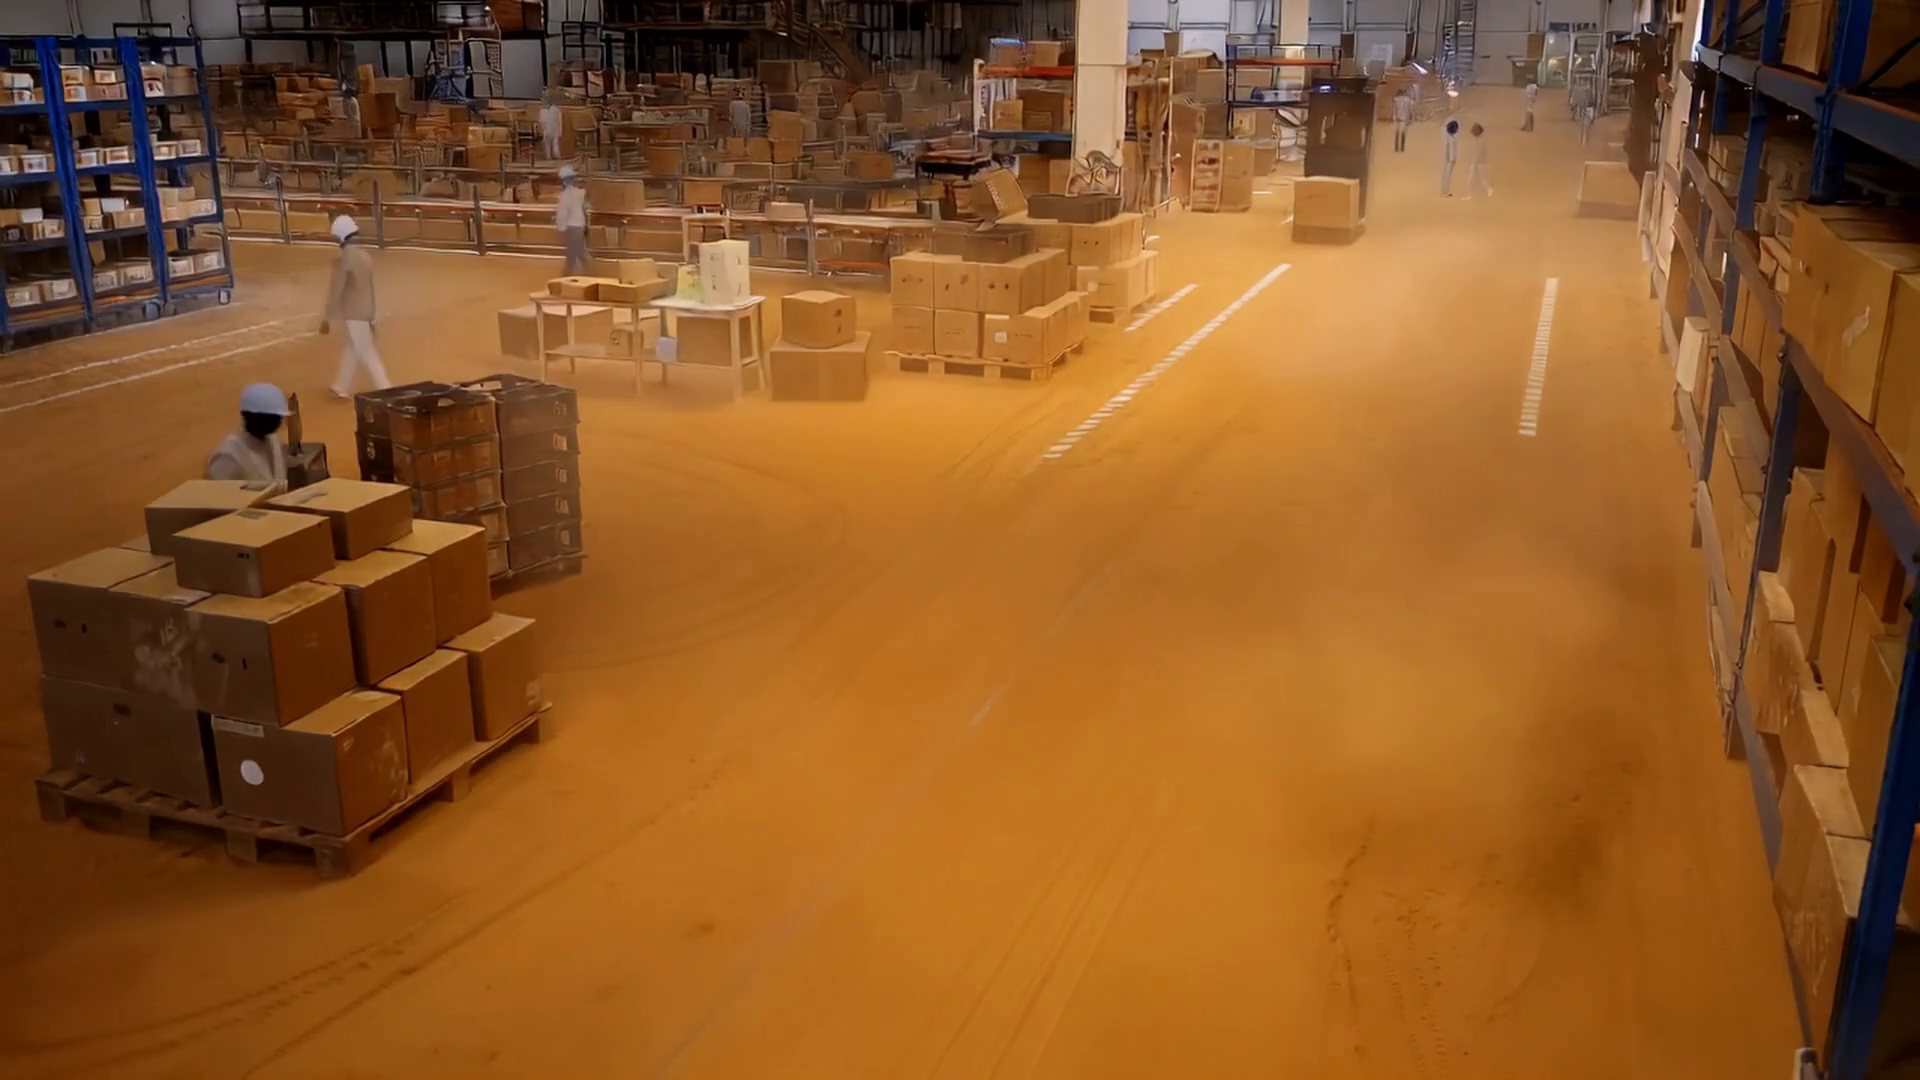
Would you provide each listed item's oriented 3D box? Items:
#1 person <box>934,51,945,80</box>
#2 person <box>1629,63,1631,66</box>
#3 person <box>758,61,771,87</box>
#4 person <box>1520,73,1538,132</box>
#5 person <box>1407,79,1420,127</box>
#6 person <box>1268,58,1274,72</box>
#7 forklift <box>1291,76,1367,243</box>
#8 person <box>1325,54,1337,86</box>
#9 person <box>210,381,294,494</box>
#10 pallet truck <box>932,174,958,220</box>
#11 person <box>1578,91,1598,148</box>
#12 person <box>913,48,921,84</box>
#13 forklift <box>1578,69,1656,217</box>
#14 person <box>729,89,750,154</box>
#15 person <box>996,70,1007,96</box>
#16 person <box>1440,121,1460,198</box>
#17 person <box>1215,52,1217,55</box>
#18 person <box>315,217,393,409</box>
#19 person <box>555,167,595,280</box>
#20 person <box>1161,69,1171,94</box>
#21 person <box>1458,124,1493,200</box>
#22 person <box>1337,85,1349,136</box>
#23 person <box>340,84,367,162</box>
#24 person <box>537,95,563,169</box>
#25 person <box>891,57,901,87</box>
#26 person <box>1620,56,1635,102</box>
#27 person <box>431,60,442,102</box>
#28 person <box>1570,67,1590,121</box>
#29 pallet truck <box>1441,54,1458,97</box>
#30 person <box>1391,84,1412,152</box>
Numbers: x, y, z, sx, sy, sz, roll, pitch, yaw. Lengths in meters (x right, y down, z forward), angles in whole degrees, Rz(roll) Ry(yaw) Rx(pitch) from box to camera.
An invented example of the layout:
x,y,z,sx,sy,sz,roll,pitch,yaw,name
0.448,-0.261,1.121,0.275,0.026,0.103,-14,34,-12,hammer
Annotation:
x,y,z,sx,sy,sz,roll,pitch,yaw,name
-1.112,-25.393,89.614,0.583,1.858,0.860,-2,18,-8,person
32.011,-22.139,79.259,0.367,1.933,0.661,12,21,32,person
-8.499,-19.995,72.602,0.906,1.892,0.610,15,23,38,person
19.227,-14.743,56.068,0.464,1.909,0.598,2,18,6,person
15.836,-15.257,58.116,0.499,1.624,0.542,15,23,40,person
14.577,-21.917,78.694,0.941,1.839,0.599,3,18,9,person
6.598,-6.755,29.381,1.129,2.768,1.873,6,19,19,forklift
19.062,-24.149,85.649,0.902,1.890,0.590,-4,18,-11,person
-4.302,-0.024,9.926,1.127,1.865,0.587,-1,18,-3,person
-0.507,-5.292,27.348,0.653,1.274,1.630,6,19,19,pallet truck
18.701,-12.530,49.545,0.530,1.626,0.437,6,19,18,person
-2.399,-26.184,91.958,0.552,1.937,0.356,13,22,36,person
13.219,-7.740,32.475,1.873,2.768,1.129,6,19,18,forklift
-6.166,-11.805,46.987,0.636,1.801,0.761,6,19,19,person
1.641,-18.096,66.681,0.503,1.861,0.330,1,18,4,person
10.671,-8.279,36.193,0.279,1.632,0.502,14,22,37,person
13.460,-24.860,87.917,0.534,1.864,0.310,-8,19,-24,person
-6.203,-2.266,16.793,0.995,1.946,0.615,3,18,8,person
-5.720,-4.635,24.601,0.898,1.722,0.536,10,20,28,person
7.553,-16.215,60.725,0.546,1.887,0.997,16,24,41,person
11.086,-8.066,35.561,0.629,1.619,0.508,3,18,10,person
12.201,-13.619,52.790,0.629,1.739,0.536,-10,20,-30,person
-16.235,-11.127,44.476,0.615,2.042,0.372,8,19,24,person
-10.423,-10.311,42.154,0.685,1.892,0.478,7,19,20,person
-3.215,-23.548,84.070,0.501,1.693,0.916,-1,18,-5,person
29.685,-20.457,73.795,0.846,2.000,0.700,16,24,41,person
-23.379,-20.508,74.291,0.406,1.834,0.545,6,19,18,person
22.829,-16.408,61.213,0.606,1.956,0.381,9,20,25,person
22.765,-21.886,78.355,0.823,1.965,1.885,-4,18,-14,pallet truck
12.716,-12.161,47.972,0.568,1.884,1.003,5,18,16,person
